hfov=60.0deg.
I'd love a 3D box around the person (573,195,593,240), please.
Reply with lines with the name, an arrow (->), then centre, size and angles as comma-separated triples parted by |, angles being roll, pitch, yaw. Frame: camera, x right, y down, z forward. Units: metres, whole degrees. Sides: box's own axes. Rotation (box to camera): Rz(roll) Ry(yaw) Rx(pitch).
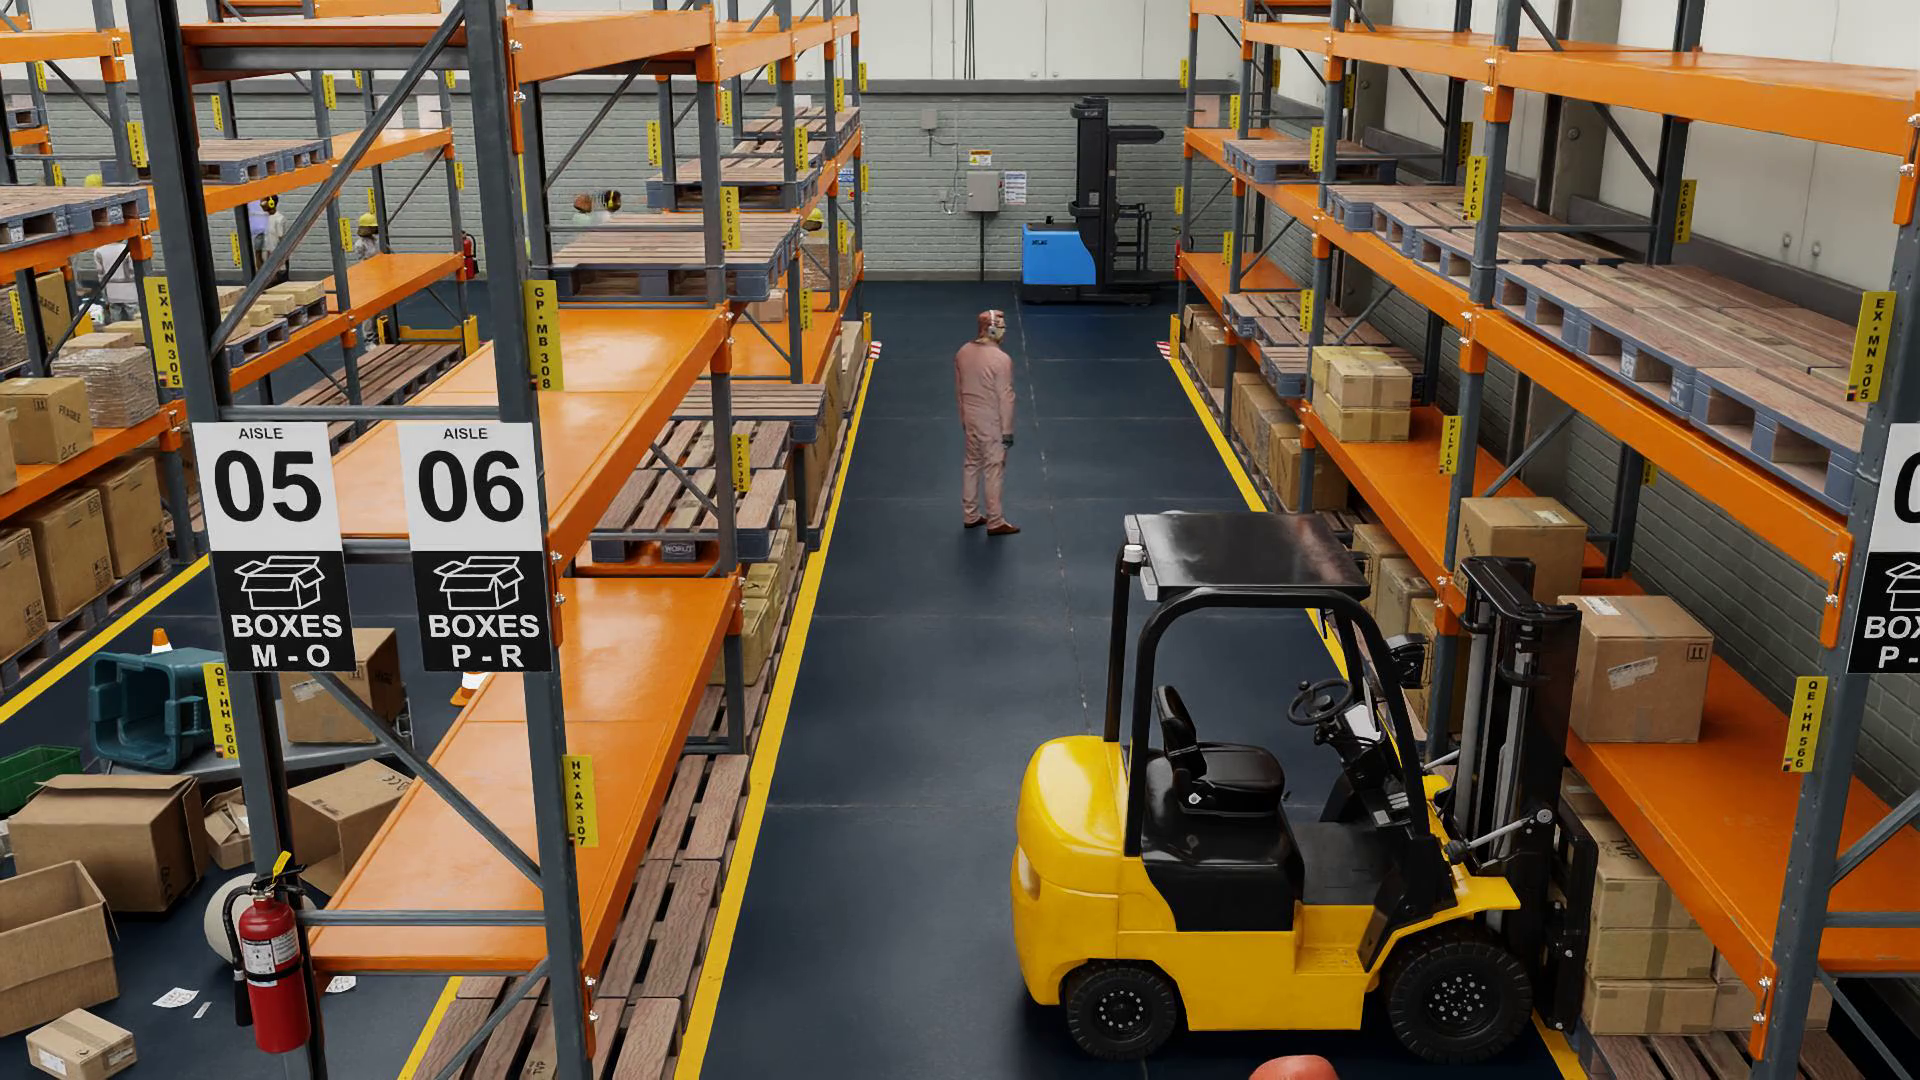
person -> -5.402, -4.166, 24.043 | 0.284, 1.633, 0.498 | -14, 23, -37

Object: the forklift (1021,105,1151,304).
forklift -> 1.857, -4.944, 24.441 | 1.873, 2.768, 1.129 | 0, 18, 0

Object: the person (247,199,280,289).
person -> -10.660, -4.750, 25.419 | 0.572, 1.899, 0.720 | -4, 19, -13

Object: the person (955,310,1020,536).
person -> 0.248, -0.992, 14.024 | 0.399, 1.905, 0.642 | -14, 23, -37

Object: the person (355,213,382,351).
person -> -7.476, -3.287, 21.213 | 0.314, 1.744, 0.487 | 4, 19, 12

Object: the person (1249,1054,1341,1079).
person -> 0.775, 2.185, 4.199 | 0.391, 2.040, 0.614 | -9, 20, -25

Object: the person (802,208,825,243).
person -> -1.907, -3.472, 21.795 | 0.321, 1.731, 0.490 | 0, 18, -1

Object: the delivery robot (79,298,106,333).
delivery robot -> -11.436, -2.925, 21.833 | 0.477, 0.478, 0.707 | -8, 20, -23

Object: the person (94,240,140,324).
person -> -9.854, -2.862, 19.643 | 0.543, 1.929, 0.387 | 2, 18, 5

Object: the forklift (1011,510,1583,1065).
forklift -> 1.387, 1.055, 7.378 | 2.313, 2.155, 1.214 | 0, 18, 0

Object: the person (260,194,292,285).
person -> -9.256, -3.801, 22.589 | 0.340, 1.867, 0.517 | -12, 22, -32
